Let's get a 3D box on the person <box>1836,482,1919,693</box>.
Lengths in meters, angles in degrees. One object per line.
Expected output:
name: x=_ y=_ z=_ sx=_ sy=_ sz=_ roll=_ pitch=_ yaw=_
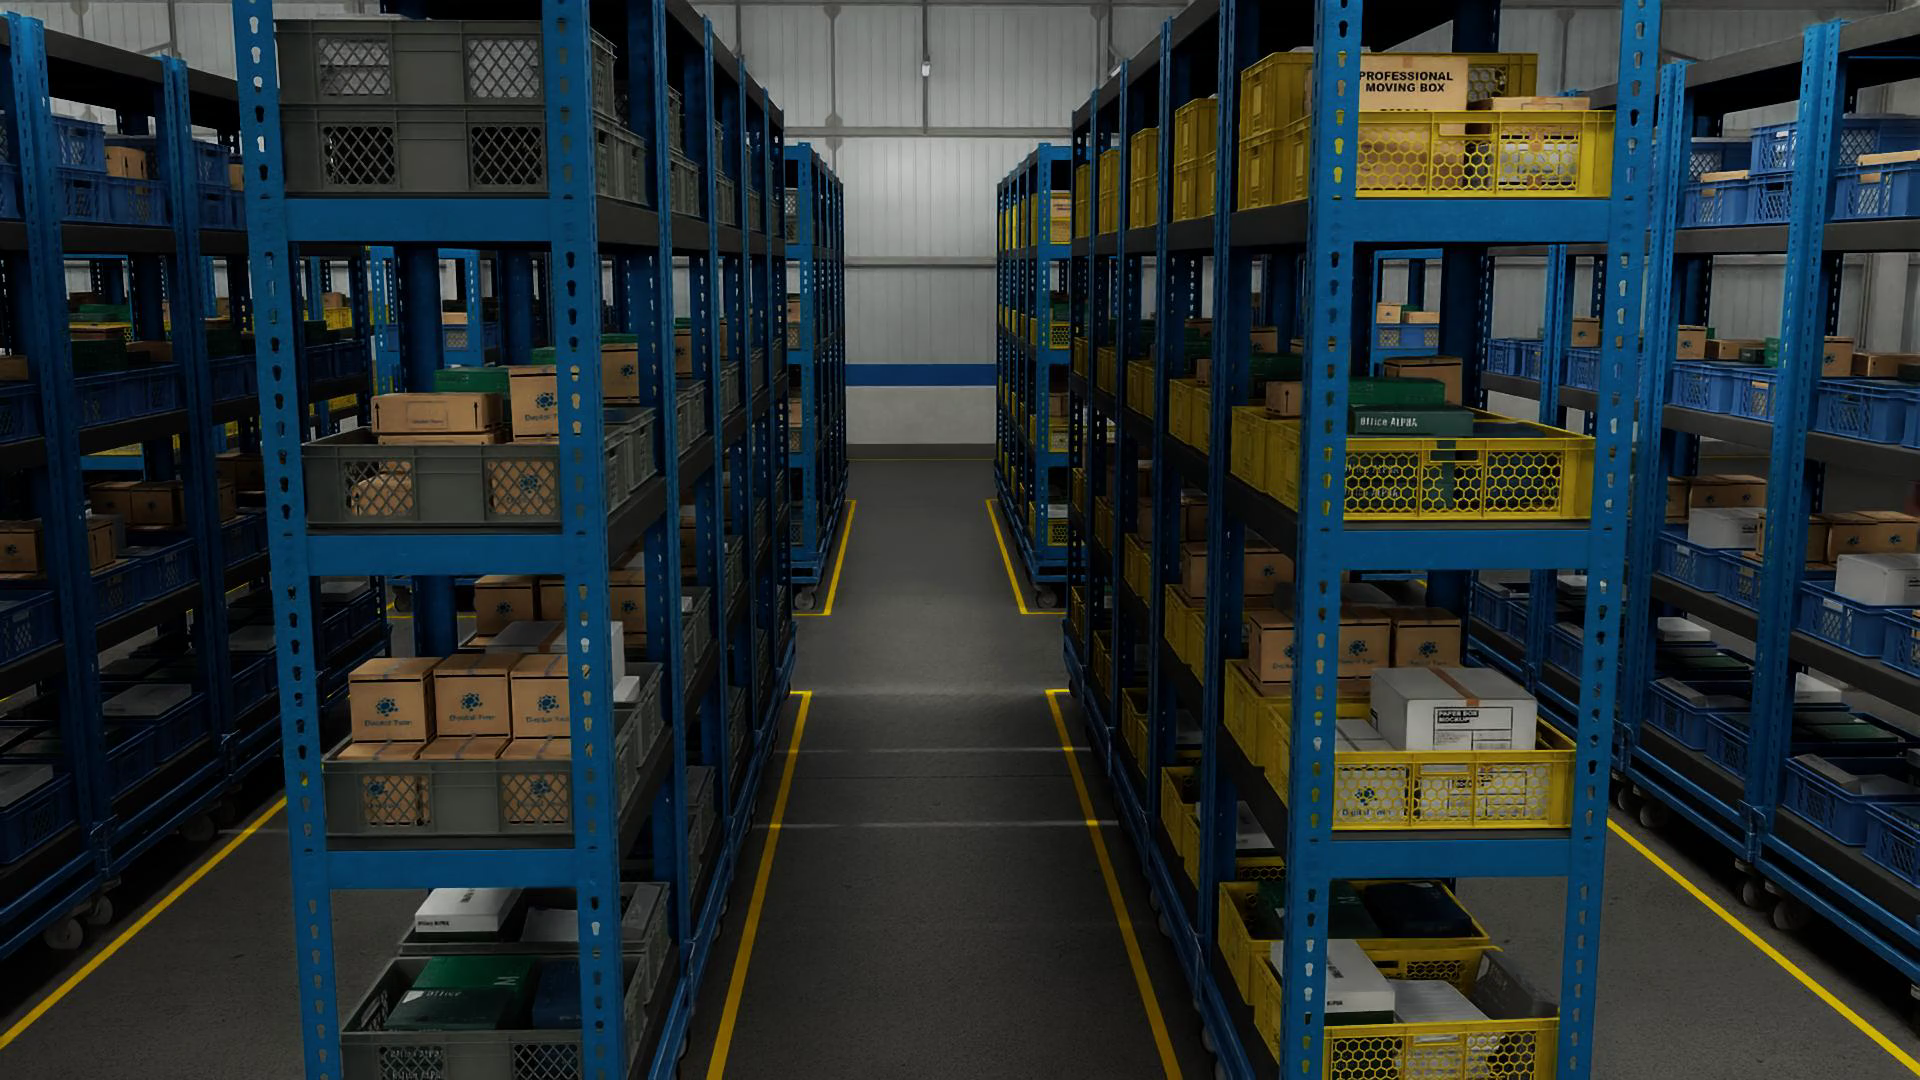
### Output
person: x=5.969 y=0.069 z=10.171 sx=0.898 sy=1.984 sz=0.636 roll=4 pitch=10 yaw=23
